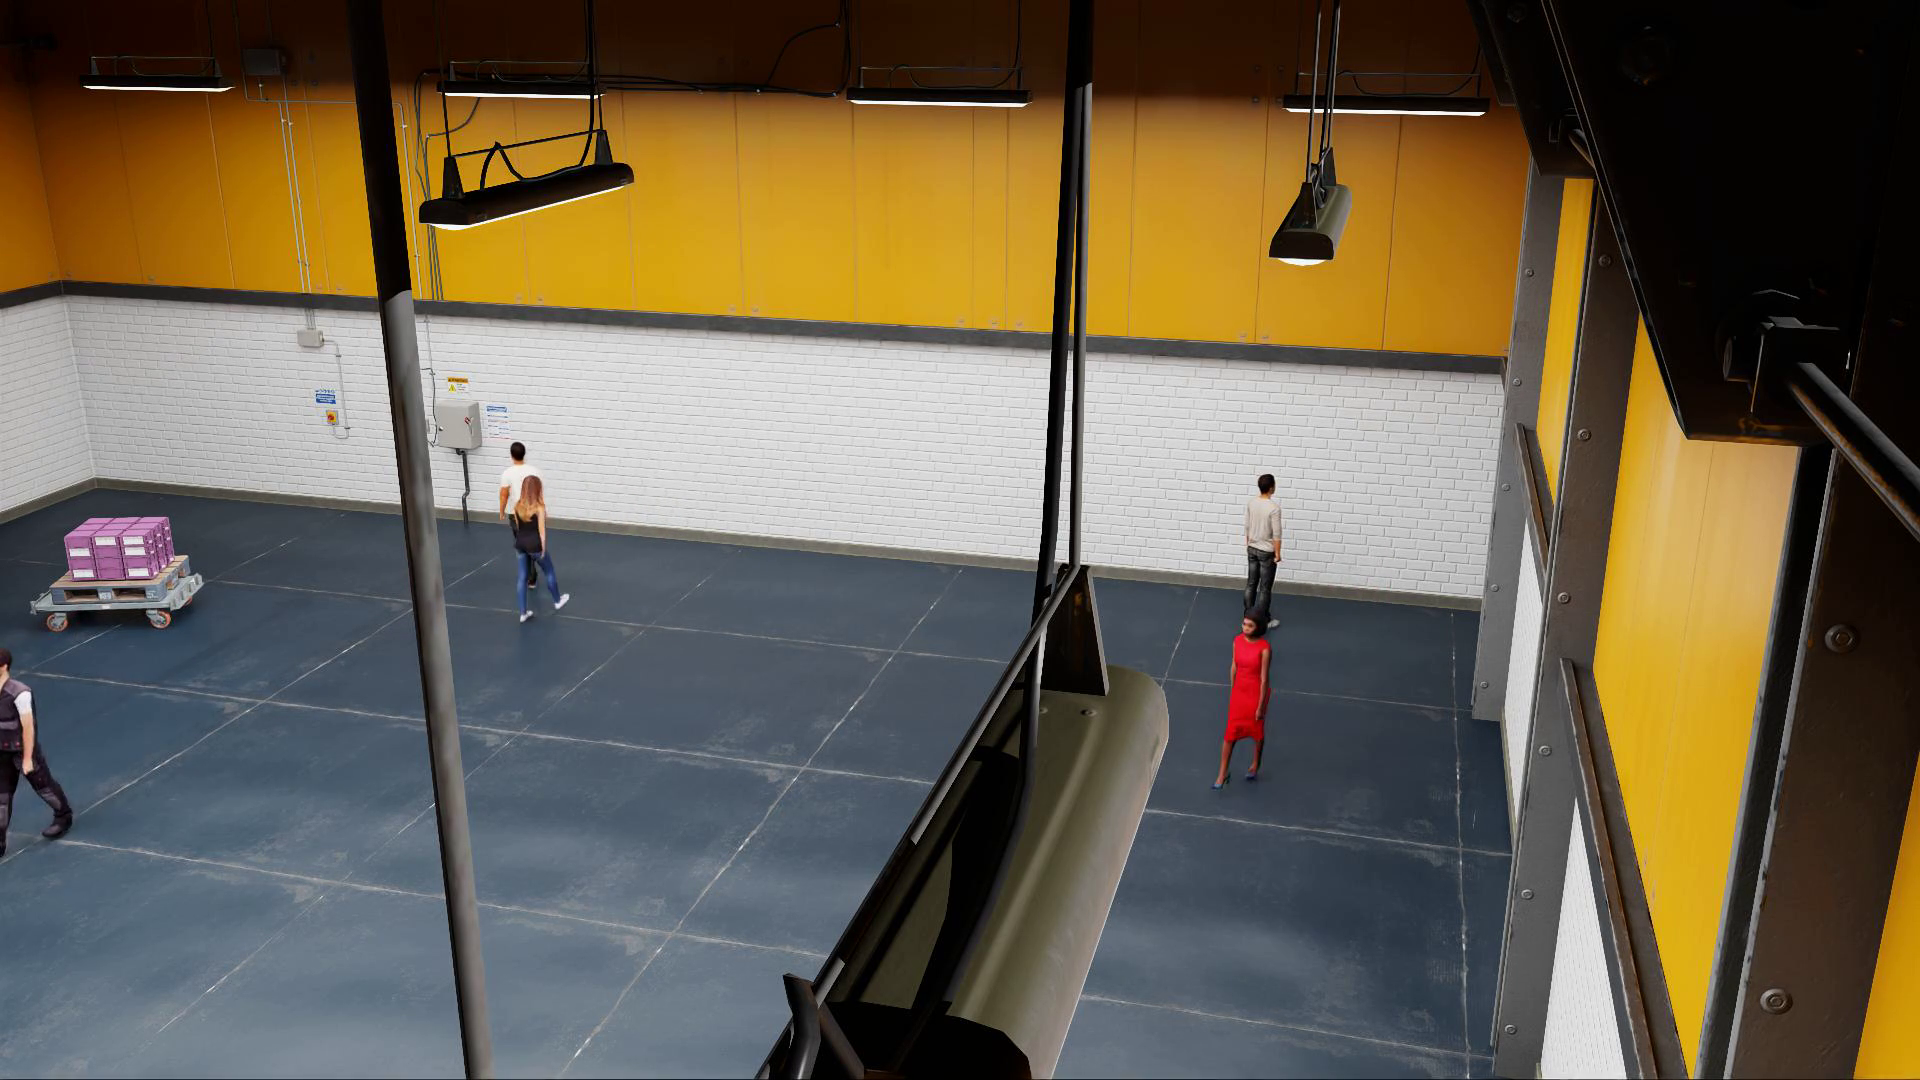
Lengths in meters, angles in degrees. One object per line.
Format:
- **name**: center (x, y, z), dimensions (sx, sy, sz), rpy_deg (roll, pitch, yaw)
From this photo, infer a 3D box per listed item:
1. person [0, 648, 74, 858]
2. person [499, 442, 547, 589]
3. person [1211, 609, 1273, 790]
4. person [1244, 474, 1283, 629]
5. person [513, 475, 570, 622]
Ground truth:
- **person**: center (-7.940, 1.766, 14.159), dimensions (0.740, 1.803, 1.163), rpy_deg (6, 20, 18)
- **person**: center (-5.286, -0.285, 20.284), dimensions (0.934, 1.781, 0.970), rpy_deg (-14, 23, -36)
- **person**: center (2.715, 1.434, 15.278), dimensions (0.858, 1.718, 1.036), rpy_deg (16, 24, 38)
- **person**: center (3.455, 0.117, 19.043), dimensions (0.750, 1.811, 0.730), rpy_deg (-15, 24, -37)
- **person**: center (-4.999, 0.127, 19.204), dimensions (0.586, 1.689, 0.923), rpy_deg (5, 19, 14)
